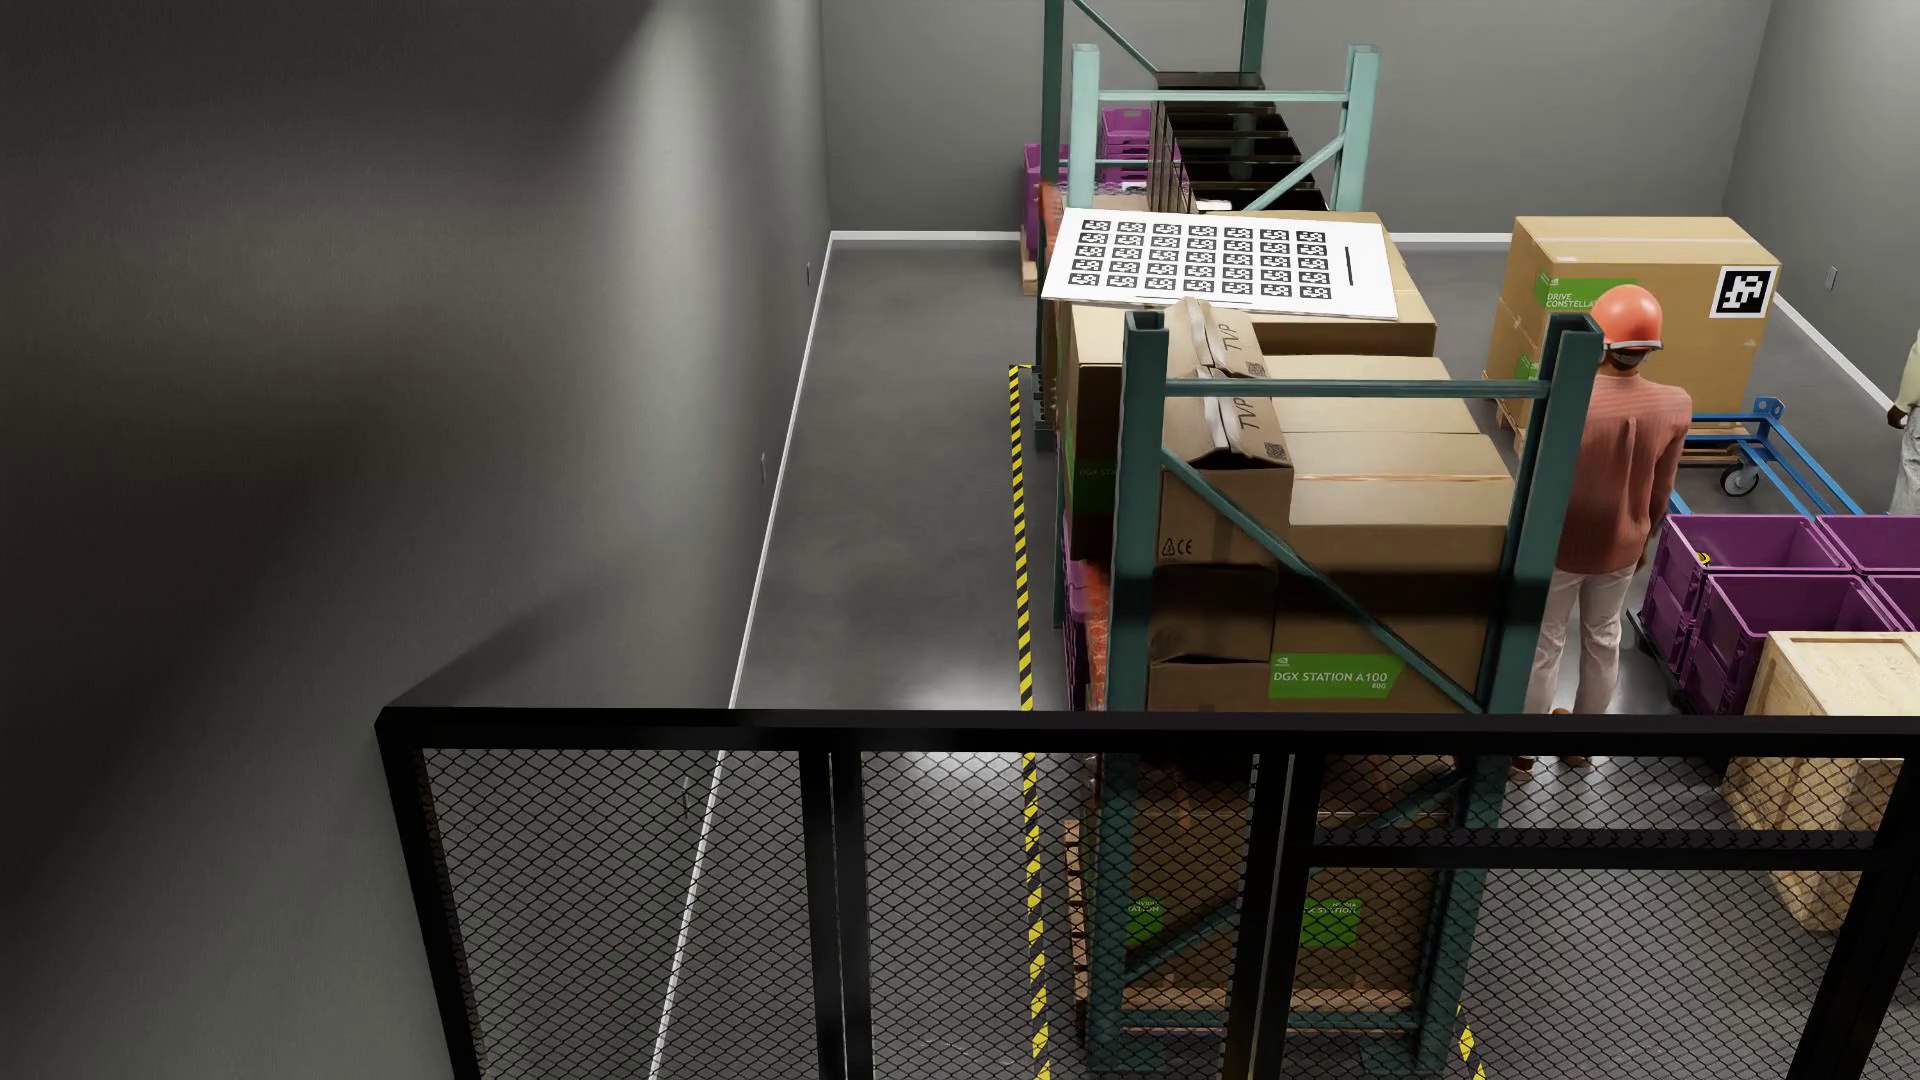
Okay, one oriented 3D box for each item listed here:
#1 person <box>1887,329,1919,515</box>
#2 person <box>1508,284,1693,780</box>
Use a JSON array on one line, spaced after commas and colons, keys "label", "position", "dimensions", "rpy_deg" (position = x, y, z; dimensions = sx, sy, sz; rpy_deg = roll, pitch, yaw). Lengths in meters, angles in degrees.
[{"label": "person", "position": [4.449, -0.644, 7.385], "dimensions": [0.586, 1.833, 0.403], "rpy_deg": [2, 31, 3]}, {"label": "person", "position": [2.297, 0.005, 6.152], "dimensions": [0.608, 1.996, 0.381], "rpy_deg": [-7, 32, -11]}]
